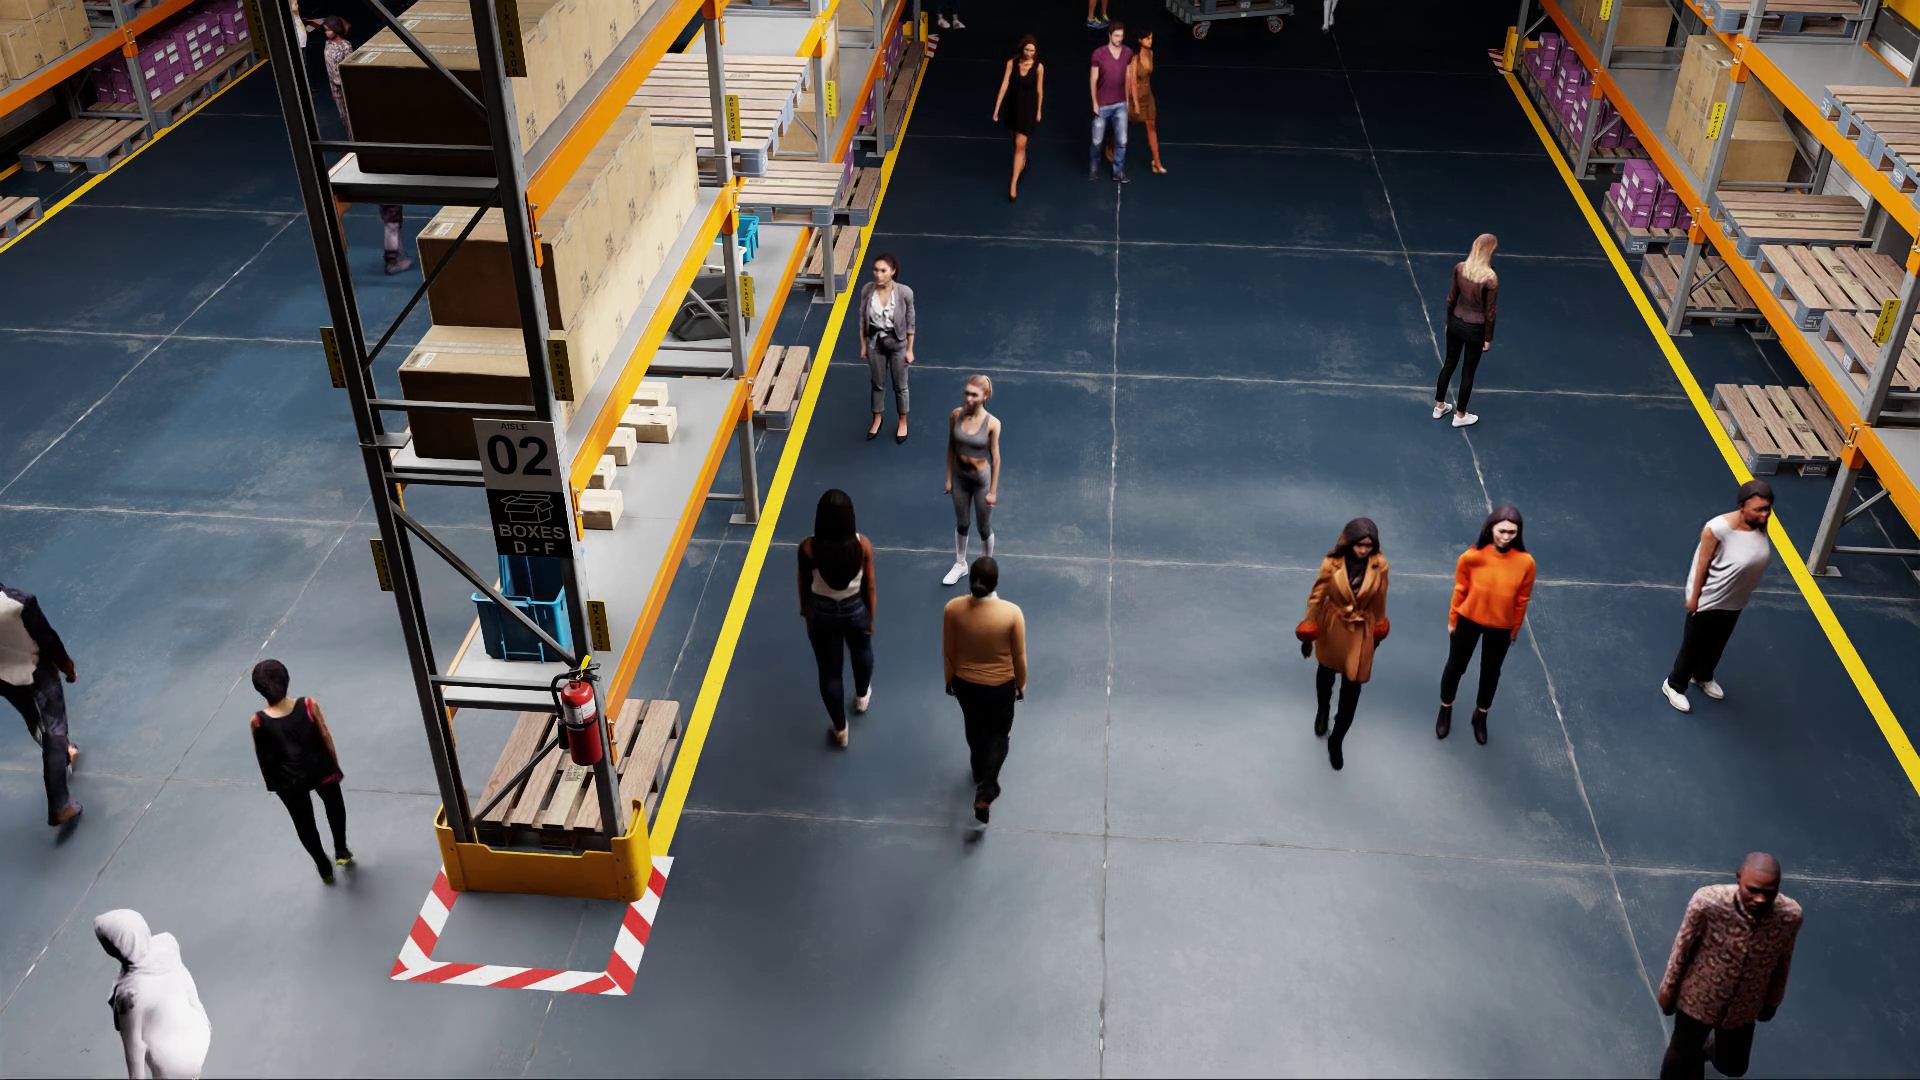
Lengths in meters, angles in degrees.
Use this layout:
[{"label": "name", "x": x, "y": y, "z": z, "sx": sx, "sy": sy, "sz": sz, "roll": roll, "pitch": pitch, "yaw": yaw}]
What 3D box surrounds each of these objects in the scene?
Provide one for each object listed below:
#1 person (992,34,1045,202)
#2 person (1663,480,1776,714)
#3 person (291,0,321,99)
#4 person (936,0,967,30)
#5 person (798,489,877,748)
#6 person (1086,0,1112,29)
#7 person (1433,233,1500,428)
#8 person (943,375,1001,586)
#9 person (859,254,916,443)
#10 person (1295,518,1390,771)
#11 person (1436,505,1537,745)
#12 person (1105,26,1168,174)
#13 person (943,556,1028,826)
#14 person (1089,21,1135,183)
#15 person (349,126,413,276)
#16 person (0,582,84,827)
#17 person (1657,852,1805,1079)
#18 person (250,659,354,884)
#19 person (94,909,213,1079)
[{"label": "person", "x": 0.679, "y": -4.693, "z": 18.310, "sx": 0.774, "sy": 1.780, "sz": 1.155, "roll": 9, "pitch": 35, "yaw": 14}, {"label": "person", "x": 4.974, "y": 0.341, "z": 10.821, "sx": 0.753, "sy": 1.687, "sz": 0.765, "roll": -13, "pitch": 36, "yaw": -19}, {"label": "person", "x": -8.436, "y": -6.293, "z": 21.173, "sx": 0.576, "sy": 1.277, "sz": 0.477, "roll": -3, "pitch": 34, "yaw": -5}, {"label": "person", "x": -0.281, "y": -7.993, "z": 23.562, "sx": 0.858, "sy": 1.463, "sz": 0.808, "roll": 27, "pitch": 42, "yaw": 34}, {"label": "person", "x": -0.756, "y": 0.541, "z": 10.432, "sx": 0.737, "sy": 1.784, "sz": 0.887, "roll": -4, "pitch": 34, "yaw": -7}, {"label": "person", "x": 1.859, "y": -8.133, "z": 23.448, "sx": 0.893, "sy": 1.822, "sz": 0.835, "roll": 25, "pitch": 41, "yaw": 33}, {"label": "person", "x": 4.263, "y": -1.769, "z": 13.987, "sx": 0.732, "sy": 1.696, "sz": 0.658, "roll": -23, "pitch": 40, "yaw": -30}, {"label": "person", "x": 0.099, "y": -0.414, "z": 11.943, "sx": 0.636, "sy": 1.703, "sz": 0.656, "roll": 14, "pitch": 36, "yaw": 20}, {"label": "person", "x": -0.589, "y": -1.589, "z": 13.735, "sx": 0.655, "sy": 1.677, "sz": 0.619, "roll": 8, "pitch": 34, "yaw": 11}, {"label": "person", "x": 2.415, "y": 0.548, "z": 10.494, "sx": 0.760, "sy": 1.704, "sz": 0.851, "roll": 6, "pitch": 34, "yaw": 9}, {"label": "person", "x": 3.302, "y": 0.523, "z": 10.492, "sx": 0.647, "sy": 1.748, "sz": 0.594, "roll": 7, "pitch": 34, "yaw": 11}, {"label": "person", "x": 1.936, "y": -4.991, "z": 18.886, "sx": 1.053, "sy": 1.640, "sz": 1.058, "roll": 28, "pitch": 43, "yaw": 35}, {"label": "person", "x": 0.125, "y": 0.905, "z": 9.932, "sx": 0.727, "sy": 1.731, "sz": 1.084, "roll": 7, "pitch": 34, "yaw": 10}, {"label": "person", "x": 1.642, "y": -4.930, "z": 18.607, "sx": 0.777, "sy": 1.847, "sz": 0.874, "roll": -9, "pitch": 35, "yaw": -14}, {"label": "person", "x": -5.774, "y": -3.543, "z": 16.441, "sx": 0.859, "sy": 1.934, "sz": 0.865, "roll": 19, "pitch": 38, "yaw": 26}, {"label": "person", "x": -5.577, "y": 0.860, "z": 9.876, "sx": 0.812, "sy": 1.868, "sz": 1.117, "roll": -2, "pitch": 34, "yaw": -2}, {"label": "person", "x": 3.657, "y": 2.137, "z": 8.027, "sx": 0.745, "sy": 1.789, "sz": 0.883, "roll": 6, "pitch": 34, "yaw": 9}, {"label": "person", "x": -3.714, "y": 1.353, "z": 9.428, "sx": 0.666, "sy": 1.543, "sz": 0.697, "roll": -15, "pitch": 36, "yaw": -21}, {"label": "person", "x": -3.532, "y": 2.375, "z": 7.690, "sx": 0.705, "sy": 1.765, "sz": 0.635, "roll": 0, "pitch": 34, "yaw": 0}]
